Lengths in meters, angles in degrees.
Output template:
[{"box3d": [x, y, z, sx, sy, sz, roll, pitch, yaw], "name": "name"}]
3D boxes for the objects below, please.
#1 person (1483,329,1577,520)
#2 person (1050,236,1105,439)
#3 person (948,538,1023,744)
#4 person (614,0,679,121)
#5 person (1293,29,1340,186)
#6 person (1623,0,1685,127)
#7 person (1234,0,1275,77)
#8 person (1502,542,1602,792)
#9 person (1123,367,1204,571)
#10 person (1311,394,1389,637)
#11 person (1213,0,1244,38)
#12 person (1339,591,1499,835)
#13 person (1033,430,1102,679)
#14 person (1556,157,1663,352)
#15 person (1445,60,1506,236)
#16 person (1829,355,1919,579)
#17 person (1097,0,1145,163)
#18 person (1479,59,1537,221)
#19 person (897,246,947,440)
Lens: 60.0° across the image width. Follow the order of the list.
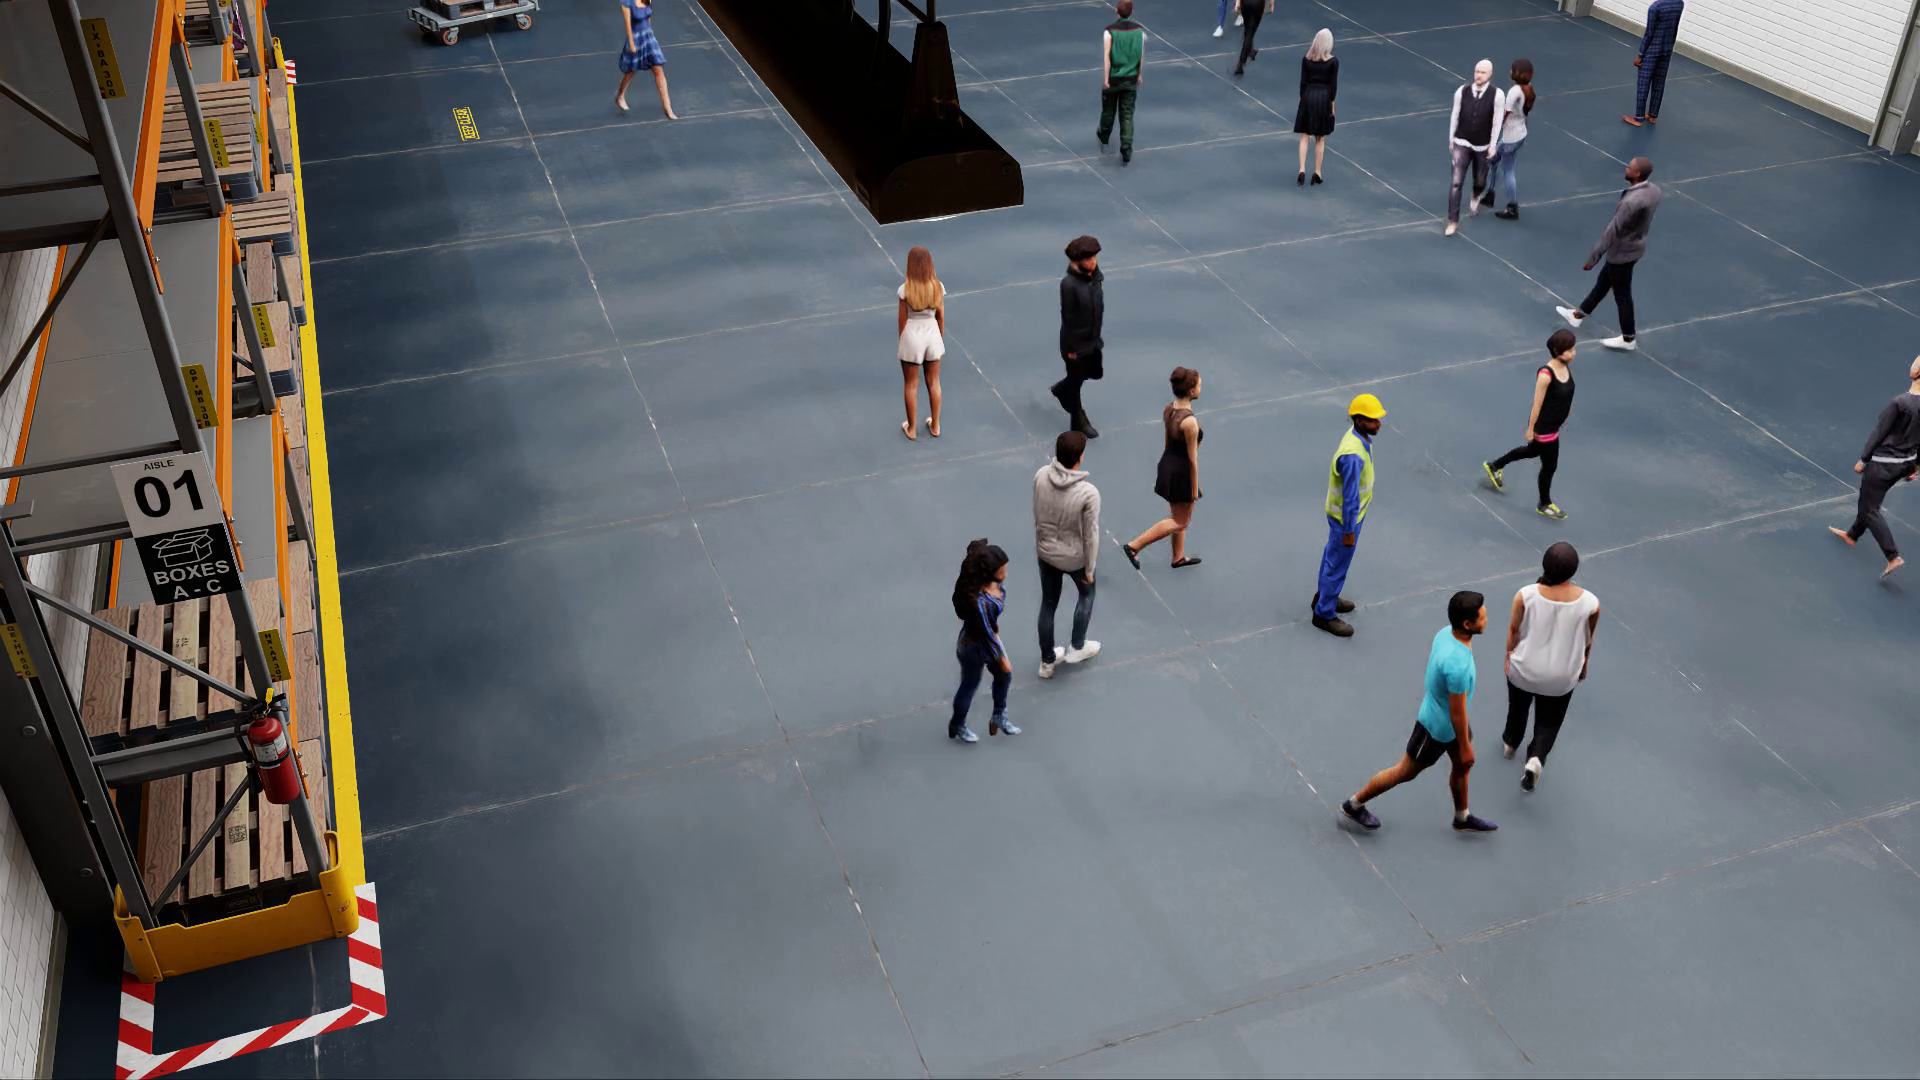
[{"box3d": [4.481, -0.938, 12.905, 1.074, 1.525, 0.860, 25, 41, 33], "name": "person"}, {"box3d": [0.956, -1.714, 13.855, 0.807, 1.765, 0.955, -27, 42, -34], "name": "person"}, {"box3d": [0.040, 0.665, 10.420, 0.844, 1.607, 0.786, 6, 34, 9], "name": "person"}, {"box3d": [-3.971, -6.011, 20.324, 1.228, 1.762, 1.063, 21, 39, 28], "name": "person"}, {"box3d": [3.976, -4.834, 18.566, 0.700, 1.747, 0.754, 13, 36, 19], "name": "person"}, {"box3d": [8.465, -5.956, 20.190, 0.659, 1.818, 0.576, -13, 36, -19], "name": "person"}, {"box3d": [3.796, -6.926, 21.754, 1.135, 1.702, 1.169, 16, 37, 23], "name": "person"}, {"box3d": [3.578, 0.778, 10.193, 0.980, 1.669, 1.044, 13, 36, 19], "name": "person"}, {"box3d": [1.504, -0.460, 12.064, 0.695, 1.659, 0.822, -7, 34, -10], "name": "person"}, {"box3d": [2.693, -0.204, 11.541, 0.811, 1.812, 0.719, 10, 35, 14], "name": "person"}, {"box3d": [3.882, -7.984, 23.363, 1.111, 1.683, 1.123, 17, 37, 24], "name": "person"}, {"box3d": [2.702, 1.070, 9.697, 1.148, 1.732, 1.188, 9, 35, 14], "name": "person"}, {"box3d": [0.635, 0.141, 10.999, 0.854, 1.838, 0.915, 16, 37, 22], "name": "person"}, {"box3d": [6.113, -2.546, 15.095, 1.224, 1.779, 1.077, 24, 40, 31], "name": "person"}, {"box3d": [5.419, -4.151, 17.491, 1.133, 1.800, 1.202, 15, 36, 21], "name": "person"}, {"box3d": [6.849, -0.543, 12.149, 0.617, 1.704, 1.004, -10, 35, -14], "name": "person"}, {"box3d": [1.867, -5.278, 19.205, 0.788, 1.780, 1.161, -5, 34, -7], "name": "person"}, {"box3d": [5.950, -4.233, 17.701, 0.929, 1.703, 0.837, 22, 39, 29], "name": "person"}, {"box3d": [-0.327, -1.631, 13.796, 0.576, 1.693, 0.541, -10, 35, -15], "name": "person"}]
